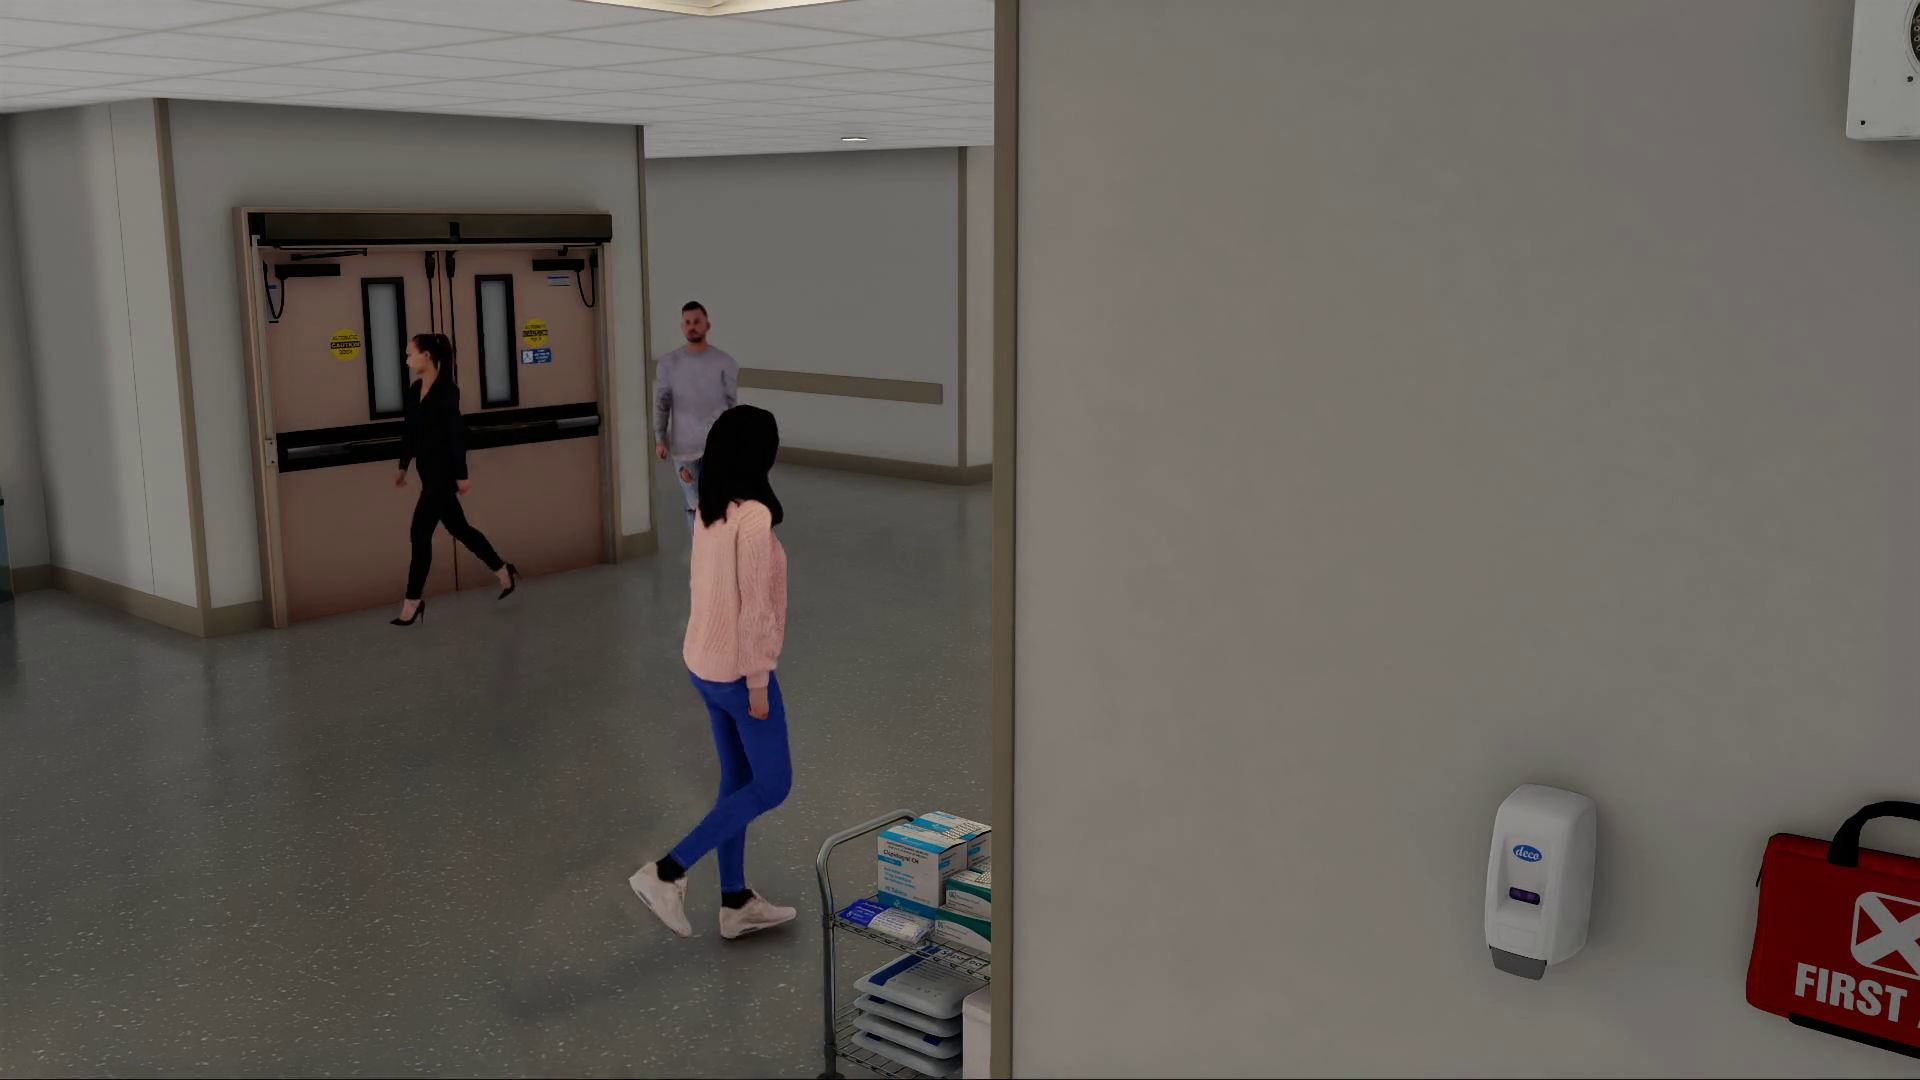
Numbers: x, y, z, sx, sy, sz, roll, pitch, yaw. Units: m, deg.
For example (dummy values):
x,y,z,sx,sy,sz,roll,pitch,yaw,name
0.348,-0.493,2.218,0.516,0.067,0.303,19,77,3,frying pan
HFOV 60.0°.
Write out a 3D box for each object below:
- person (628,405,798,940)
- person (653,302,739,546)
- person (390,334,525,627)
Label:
x,y,z,sx,sy,sz,roll,pitch,yaw,name
-0.793,0.456,5.298,0.939,1.757,0.840,-7,13,-31,person
-1.710,-0.629,10.881,1.079,1.806,1.166,0,11,-1,person
-2.975,-0.342,9.740,0.616,1.669,1.120,10,14,42,person
